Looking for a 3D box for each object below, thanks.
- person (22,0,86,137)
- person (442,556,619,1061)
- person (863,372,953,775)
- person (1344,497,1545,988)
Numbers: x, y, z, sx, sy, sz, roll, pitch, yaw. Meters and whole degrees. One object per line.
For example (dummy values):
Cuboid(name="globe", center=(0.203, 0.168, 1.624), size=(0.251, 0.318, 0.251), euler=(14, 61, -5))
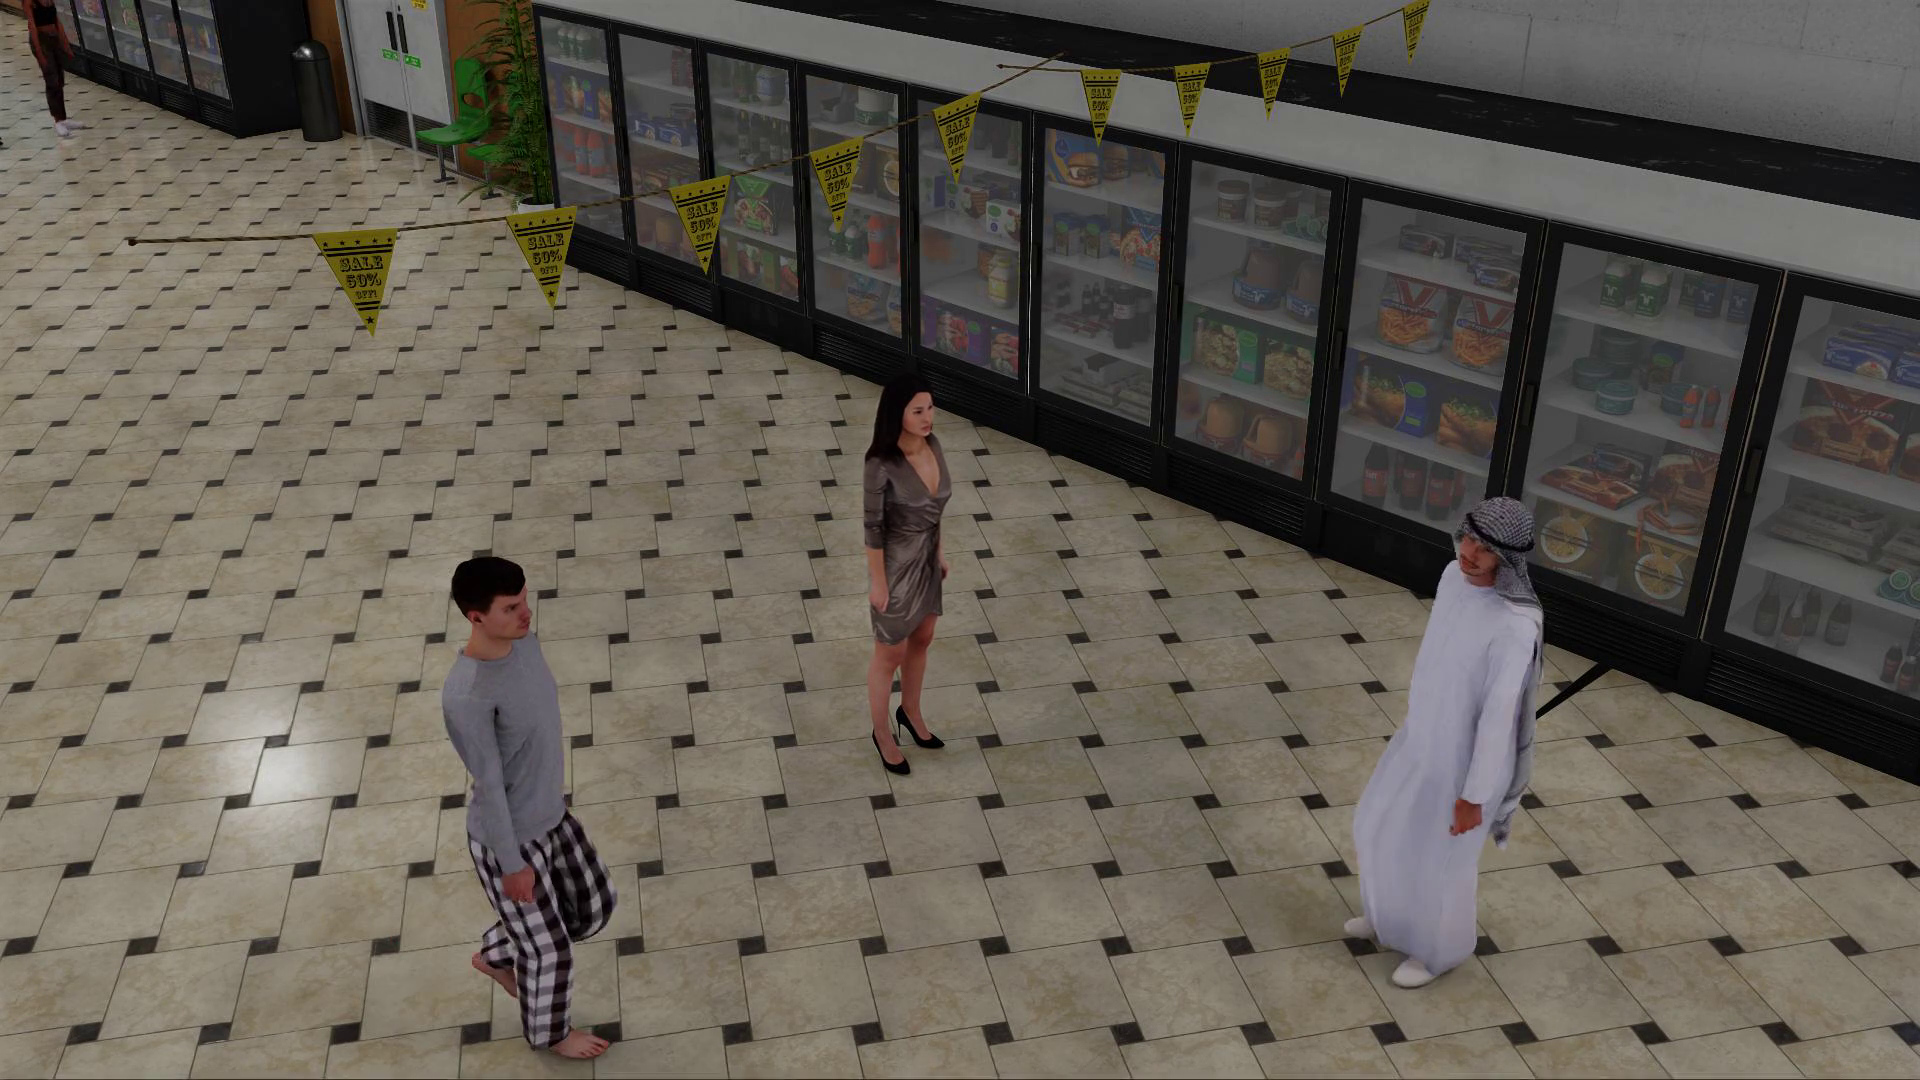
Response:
Cuboid(name="person", center=(-9.277, -4.983, 16.899), size=(0.800, 1.685, 0.700), euler=(-1, 27, -2))
Cuboid(name="person", center=(-1.437, 0.873, 5.186), size=(0.870, 1.834, 0.831), euler=(7, 28, 13))
Cuboid(name="person", center=(-0.216, 0.132, 6.746), size=(0.680, 1.745, 0.487), euler=(19, 32, 32))
Cuboid(name="person", center=(1.640, 0.691, 5.475), size=(0.929, 1.897, 0.921), euler=(0, 27, 0))
